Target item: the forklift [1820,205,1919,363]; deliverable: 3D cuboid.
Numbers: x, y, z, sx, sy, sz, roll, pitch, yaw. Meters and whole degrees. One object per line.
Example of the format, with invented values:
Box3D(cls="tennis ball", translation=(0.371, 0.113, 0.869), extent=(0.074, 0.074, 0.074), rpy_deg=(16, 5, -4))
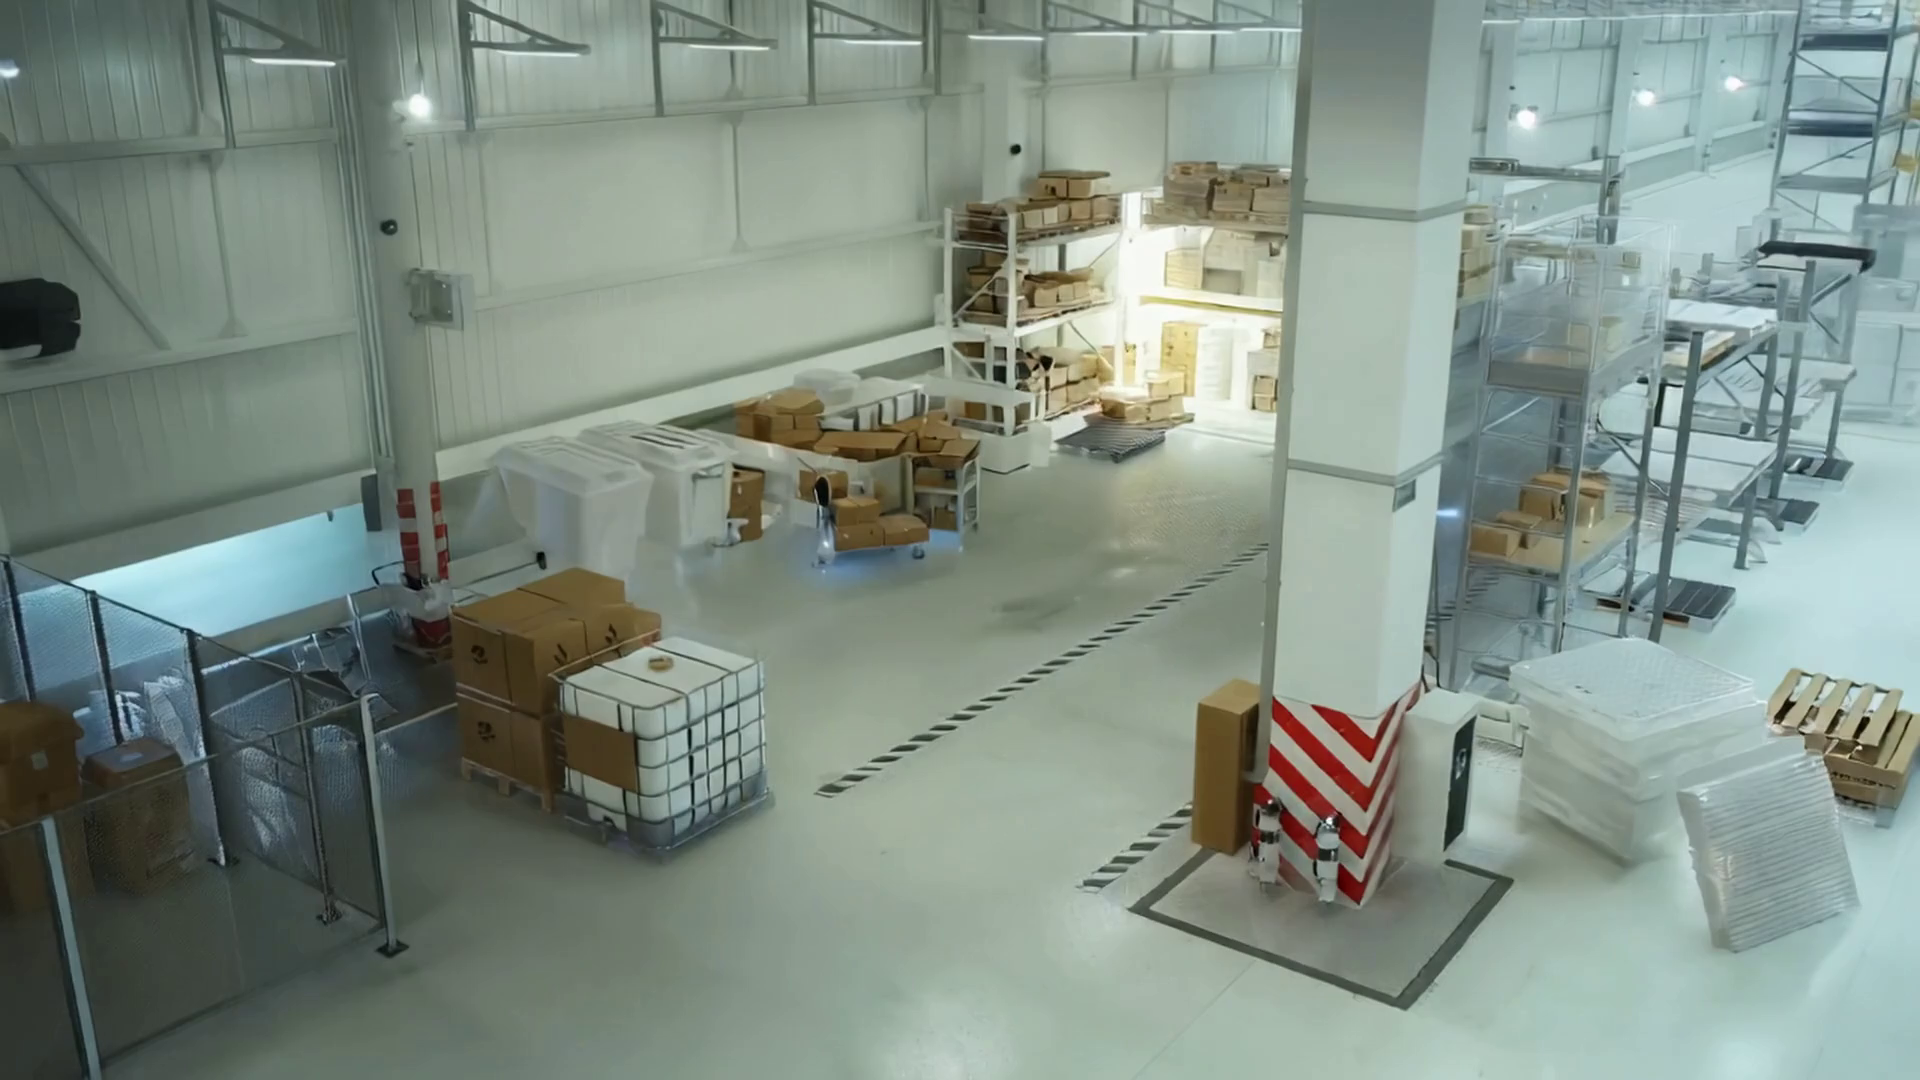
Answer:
Box3D(cls="forklift", translation=(13.323, -3.440, 24.145), extent=(1.129, 2.768, 1.873), rpy_deg=(6, 19, 19))
